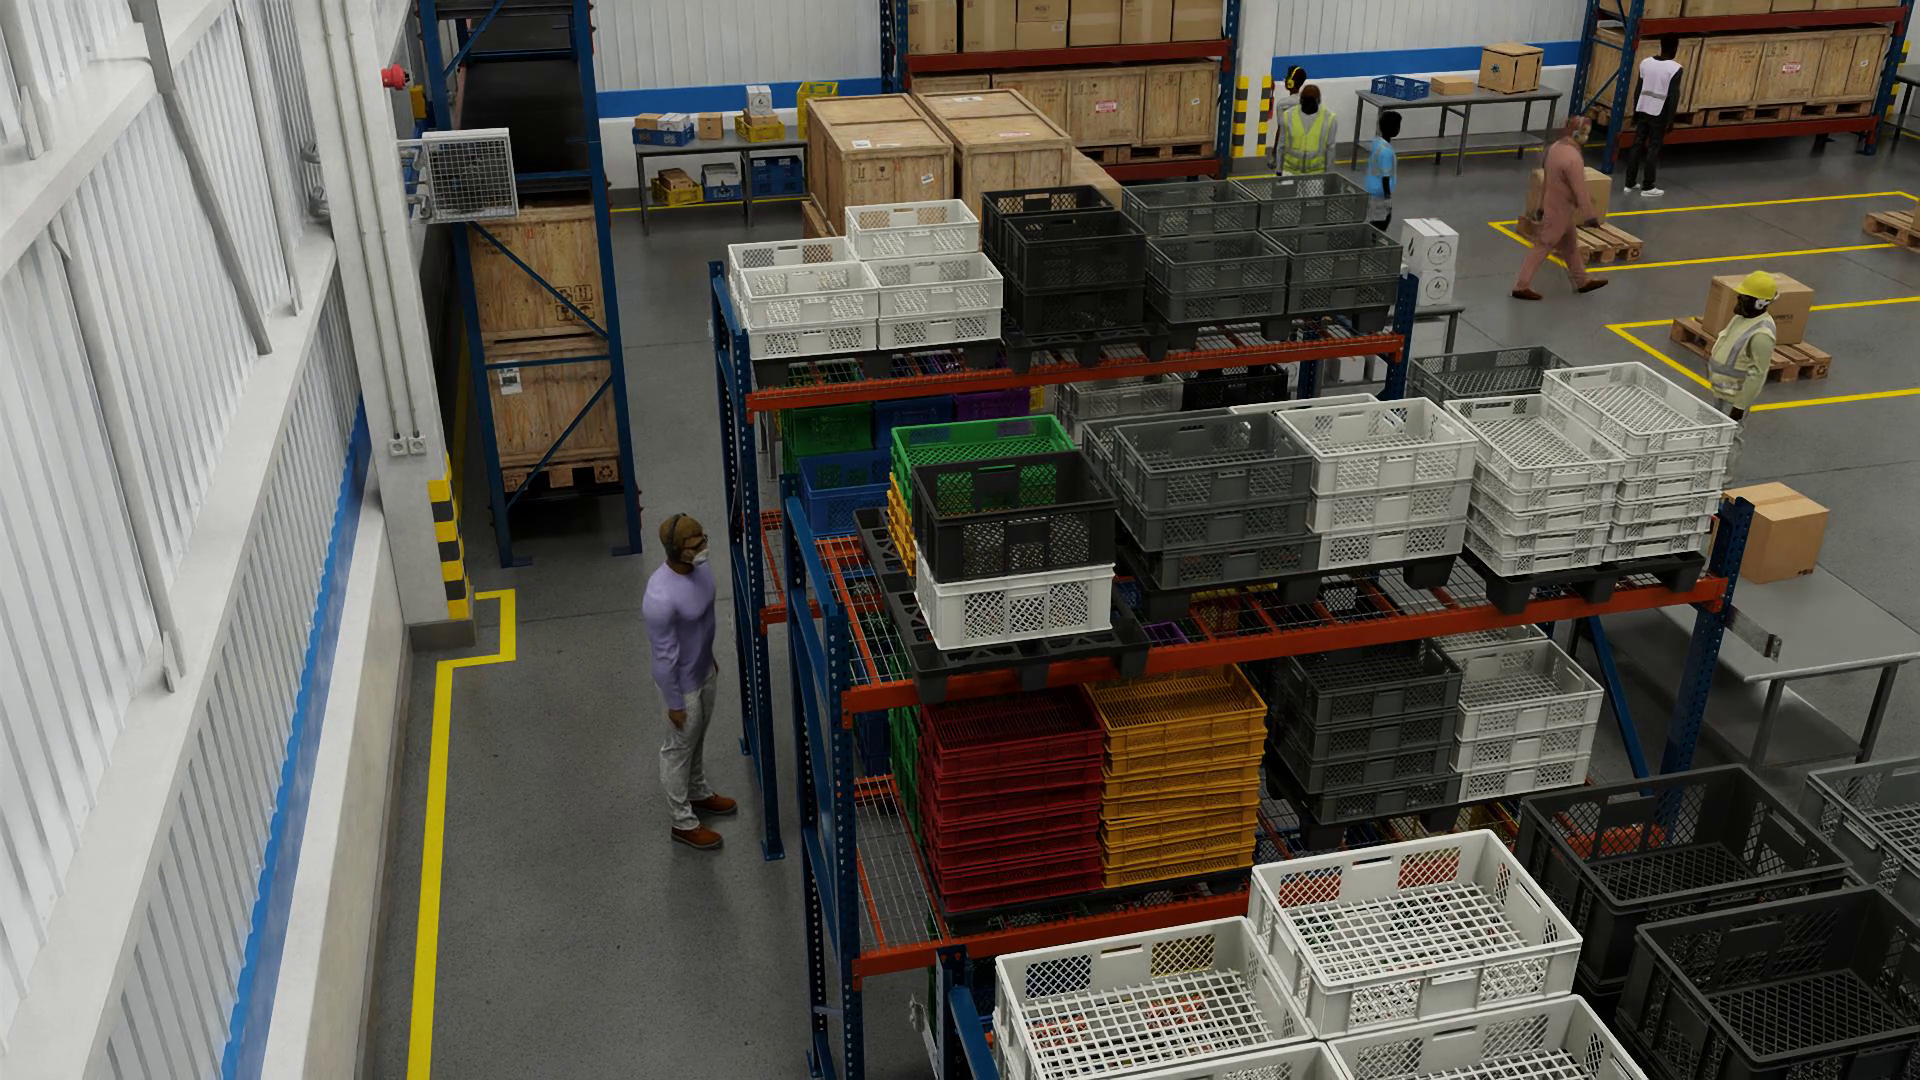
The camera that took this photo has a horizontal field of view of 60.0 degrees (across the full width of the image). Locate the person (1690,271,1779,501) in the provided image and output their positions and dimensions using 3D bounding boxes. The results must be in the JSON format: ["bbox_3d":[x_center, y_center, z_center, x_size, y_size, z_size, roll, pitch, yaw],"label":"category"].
[{"bbox_3d":[5.820,-1.146,12.524,0.404,1.837,0.590,3,28,6],"label":"person"}]

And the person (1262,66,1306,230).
[{"bbox_3d":[3.660,-4.330,18.529,0.532,1.872,0.321,-15,31,-27],"label":"person"}]

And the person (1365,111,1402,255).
[{"bbox_3d":[4.444,-3.650,17.429,0.397,1.689,0.583,3,28,6],"label":"person"}]

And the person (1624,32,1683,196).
[{"bbox_3d":[8.321,-5.110,19.958,0.394,1.919,0.591,-14,31,-25],"label":"person"}]

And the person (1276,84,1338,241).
[{"bbox_3d":[3.713,-3.999,17.944,0.628,1.832,0.431,6,28,11],"label":"person"}]

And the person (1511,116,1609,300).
[{"bbox_3d":[6.098,-3.280,16.557,0.998,1.843,0.646,4,28,8],"label":"person"}]

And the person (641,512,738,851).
[{"bbox_3d":[-1.443,0.727,8.861,0.376,1.940,0.627,6,28,11],"label":"person"}]
